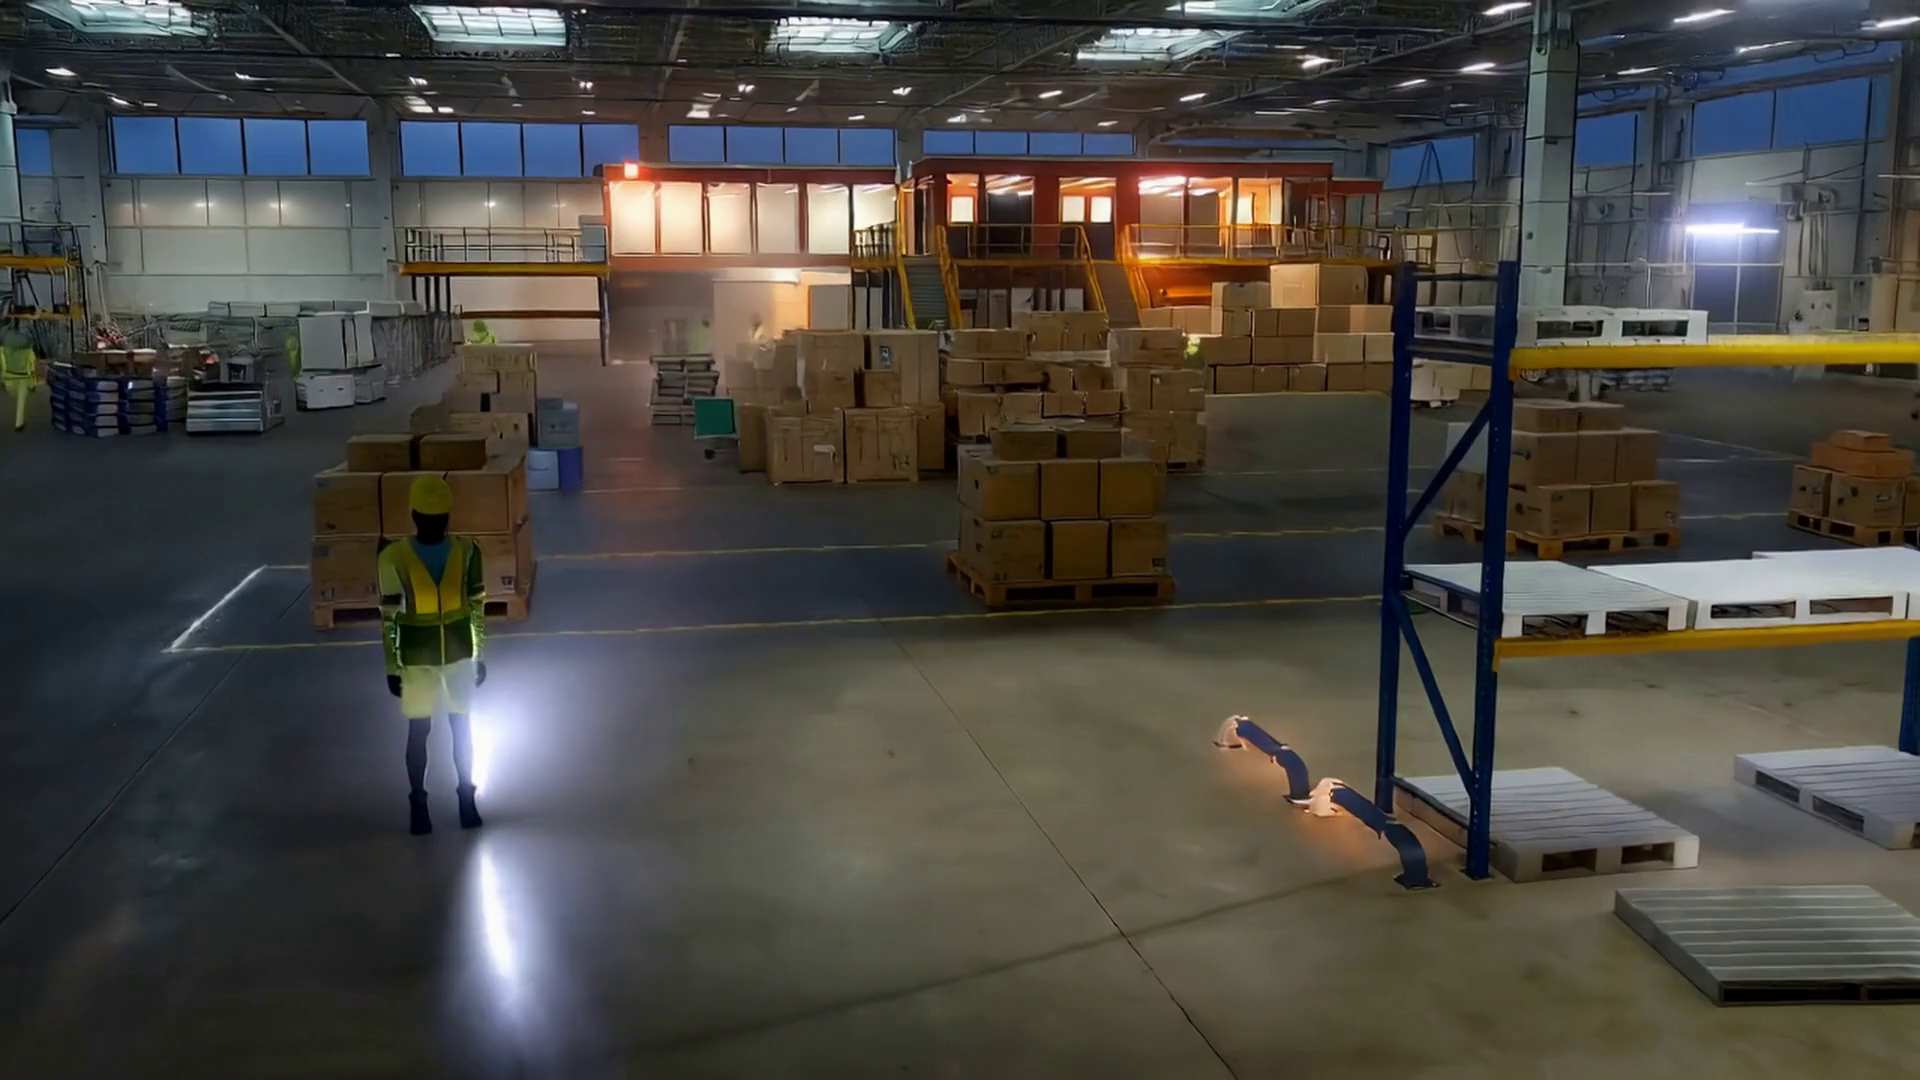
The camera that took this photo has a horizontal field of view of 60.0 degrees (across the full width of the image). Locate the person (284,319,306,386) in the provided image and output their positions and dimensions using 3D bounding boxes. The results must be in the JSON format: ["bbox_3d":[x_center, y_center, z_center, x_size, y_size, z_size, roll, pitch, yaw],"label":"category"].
[{"bbox_3d":[-16.747,-4.712,41.888,0.544,1.719,0.922,-5,11,-30],"label":"person"}]

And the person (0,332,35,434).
[{"bbox_3d":[-17.132,-2.866,30.261,0.607,1.840,0.874,-3,10,-20],"label":"person"}]

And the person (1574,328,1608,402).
[{"bbox_3d":[12.352,-3.233,32.580,0.627,1.805,0.839,3,10,20],"label":"person"}]

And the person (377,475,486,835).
[{"bbox_3d":[-2.772,0.611,8.812,0.541,1.929,0.394,-5,11,-29],"label":"person"}]

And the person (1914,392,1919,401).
[{"bbox_3d":[21.752,-4.010,37.076,0.554,1.885,0.987,1,9,3],"label":"person"}]

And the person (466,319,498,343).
[{"bbox_3d":[-9.044,-3.171,31.503,0.688,2.000,0.537,0,9,1],"label":"person"}]

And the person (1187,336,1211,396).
[{"bbox_3d":[4.120,-2.685,29.248,0.508,1.818,0.999,-1,9,-5],"label":"person"}]

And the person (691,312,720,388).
[{"bbox_3d":[-6.401,-4.744,41.560,0.921,1.901,0.593,8,12,41],"label":"person"}]

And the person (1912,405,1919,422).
[{"bbox_3d":[18.413,-3.033,31.569,0.522,1.738,0.676,-3,10,-17],"label":"person"}]

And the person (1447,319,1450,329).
[{"bbox_3d":[13.580,-5.463,45.751,0.380,1.951,0.605,-4,10,-25],"label":"person"}]

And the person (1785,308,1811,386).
[{"bbox_3d":[21.229,-4.895,42.188,0.636,1.980,0.564,8,12,39],"label":"person"}]

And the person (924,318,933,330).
[{"bbox_3d":[-0.622,-3.872,36.178,0.800,1.905,0.650,8,12,41],"label":"person"}]

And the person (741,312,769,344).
[{"bbox_3d":[-4.687,-4.192,37.879,0.626,1.989,1.045,4,10,24],"label":"person"}]

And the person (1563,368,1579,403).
[{"bbox_3d":[12.247,-3.232,33.032,0.560,1.642,0.896,-6,11,-32],"label":"person"}]
